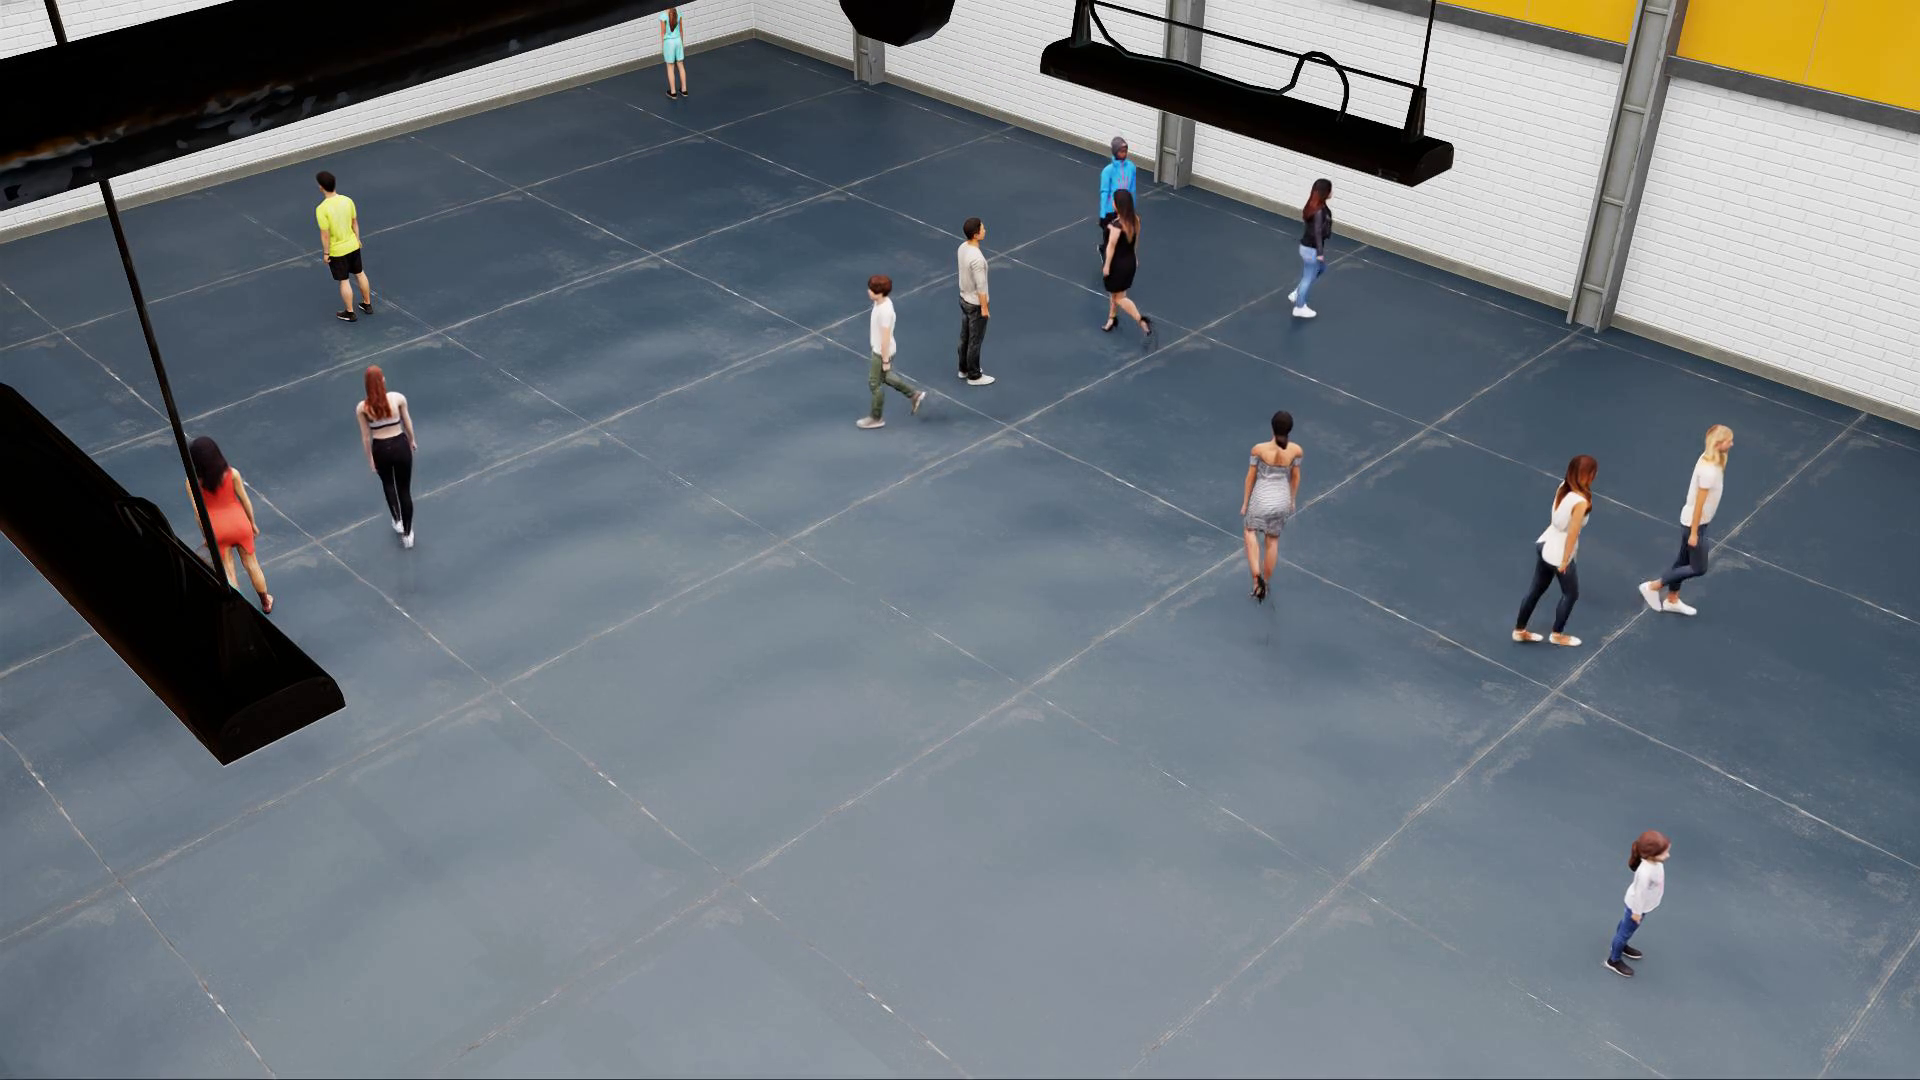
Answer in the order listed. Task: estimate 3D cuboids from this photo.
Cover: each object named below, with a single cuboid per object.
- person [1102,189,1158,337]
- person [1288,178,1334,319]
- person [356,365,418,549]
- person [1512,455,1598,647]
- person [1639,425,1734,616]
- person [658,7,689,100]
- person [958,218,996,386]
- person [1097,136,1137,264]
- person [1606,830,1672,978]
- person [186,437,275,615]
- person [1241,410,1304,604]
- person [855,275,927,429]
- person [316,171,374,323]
[{"bbox_3d":[1.800,-2.917,17.919,0.999,1.699,0.766,20,39,28],"label":"person"},{"bbox_3d":[3.839,-3.242,18.474,0.826,1.625,0.781,3,34,4],"label":"person"},{"bbox_3d":[-4.951,-0.694,14.549,0.733,1.728,0.817,-11,35,-16],"label":"person"},{"bbox_3d":[4.692,0.100,13.319,0.889,1.767,0.840,-4,34,-5],"label":"person"},{"bbox_3d":[5.950,-0.154,13.668,0.822,1.804,0.740,15,36,21],"label":"person"},{"bbox_3d":[-4.277,-7.385,24.769,0.564,1.558,0.548,-23,40,-31],"label":"person"},{"bbox_3d":[0.130,-2.468,17.141,0.786,1.812,0.618,-14,36,-20],"label":"person"},{"bbox_3d":[1.775,-3.806,19.182,0.787,1.782,1.013,-17,37,-24],"label":"person"},{"bbox_3d":[4.340,2.284,10.626,0.508,1.110,0.481,20,39,27],"label":"person"},{"bbox_3d":[-6.004,-0.090,13.645,0.641,1.723,0.611,-18,37,-24],"label":"person"},{"bbox_3d":[2.567,-0.218,13.759,0.751,1.809,0.811,0,34,0],"label":"person"},{"bbox_3d":[-0.691,-1.859,16.380,0.979,1.641,0.971,-4,34,-7],"label":"person"},{"bbox_3d":[-6.846,-3.272,18.446,0.565,1.708,0.646,23,40,31],"label":"person"}]
